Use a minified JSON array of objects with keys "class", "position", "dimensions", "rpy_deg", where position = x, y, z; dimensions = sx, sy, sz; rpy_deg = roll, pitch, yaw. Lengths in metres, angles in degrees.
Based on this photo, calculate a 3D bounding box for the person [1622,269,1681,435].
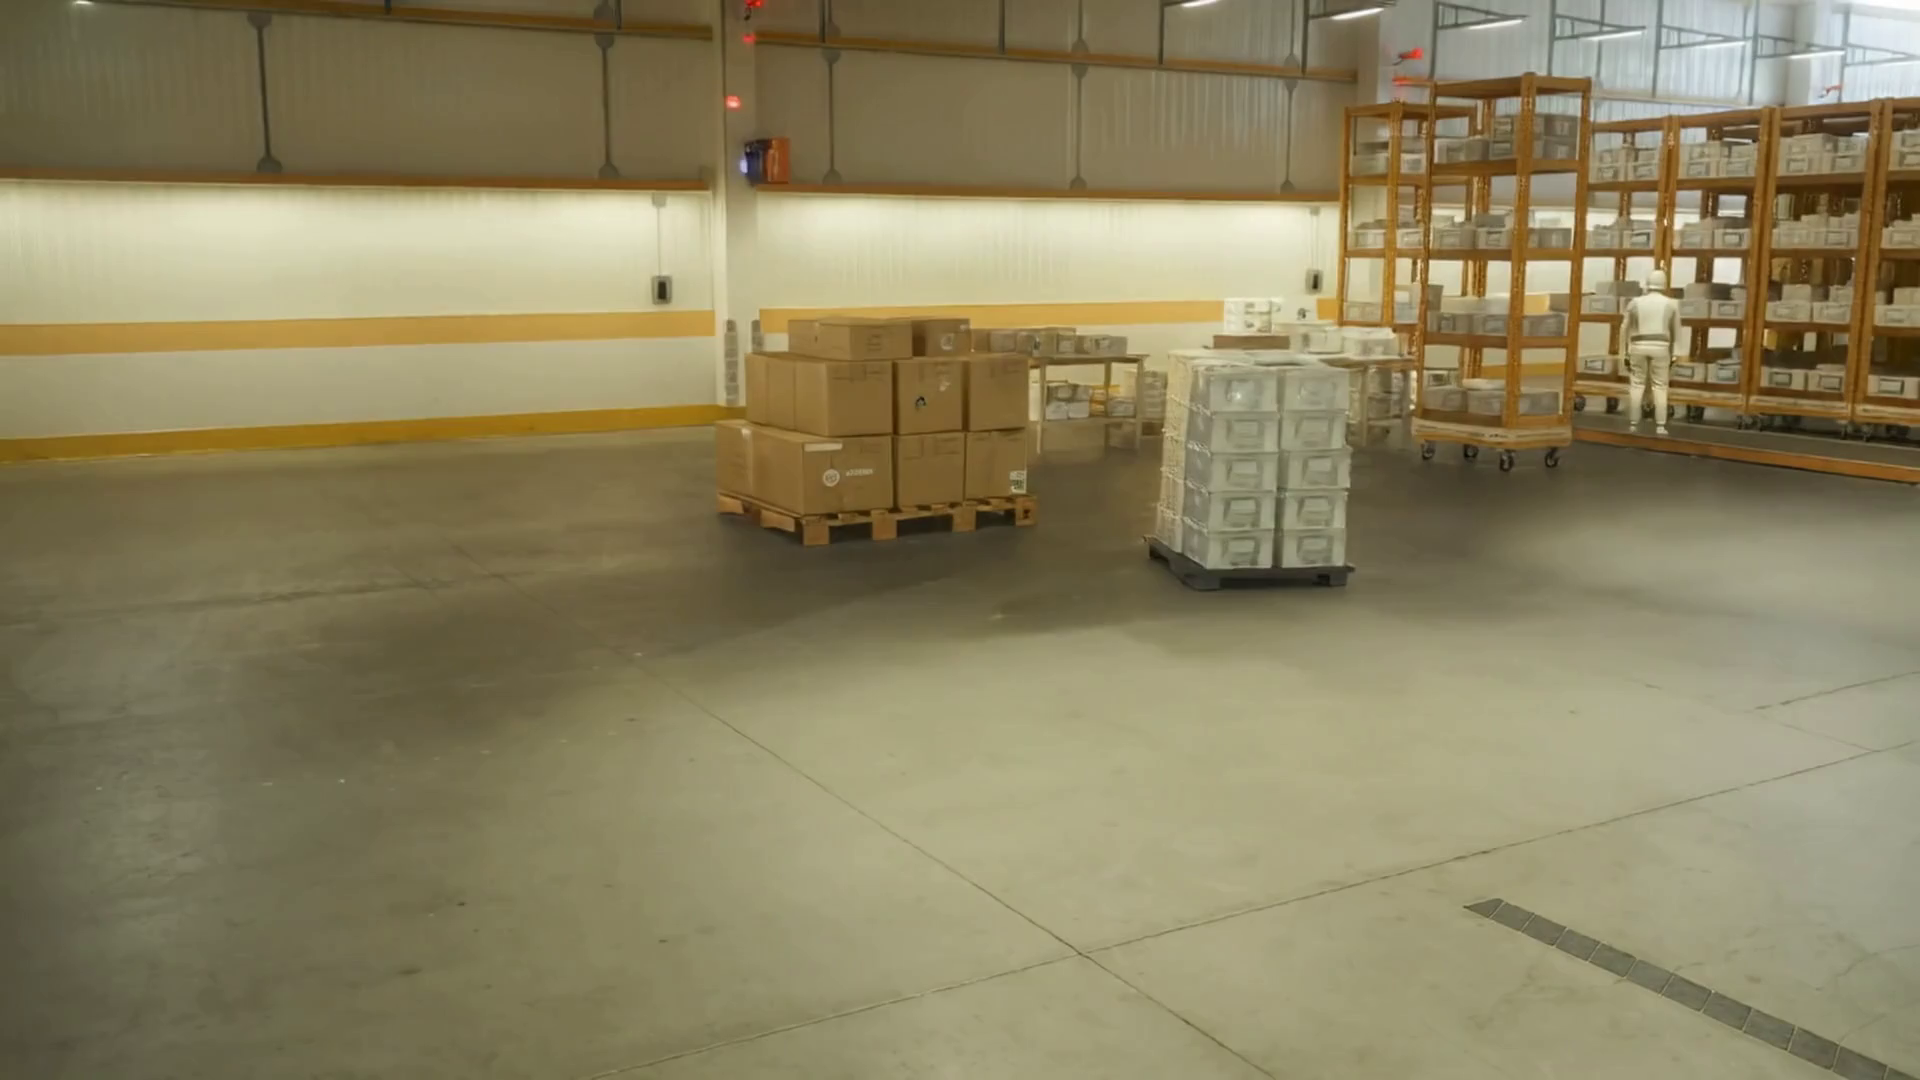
[{"class":"person","position":[7.626,-2.070,18.367],"dimensions":[0.602,1.827,0.404],"rpy_deg":[5,11,26]}]
